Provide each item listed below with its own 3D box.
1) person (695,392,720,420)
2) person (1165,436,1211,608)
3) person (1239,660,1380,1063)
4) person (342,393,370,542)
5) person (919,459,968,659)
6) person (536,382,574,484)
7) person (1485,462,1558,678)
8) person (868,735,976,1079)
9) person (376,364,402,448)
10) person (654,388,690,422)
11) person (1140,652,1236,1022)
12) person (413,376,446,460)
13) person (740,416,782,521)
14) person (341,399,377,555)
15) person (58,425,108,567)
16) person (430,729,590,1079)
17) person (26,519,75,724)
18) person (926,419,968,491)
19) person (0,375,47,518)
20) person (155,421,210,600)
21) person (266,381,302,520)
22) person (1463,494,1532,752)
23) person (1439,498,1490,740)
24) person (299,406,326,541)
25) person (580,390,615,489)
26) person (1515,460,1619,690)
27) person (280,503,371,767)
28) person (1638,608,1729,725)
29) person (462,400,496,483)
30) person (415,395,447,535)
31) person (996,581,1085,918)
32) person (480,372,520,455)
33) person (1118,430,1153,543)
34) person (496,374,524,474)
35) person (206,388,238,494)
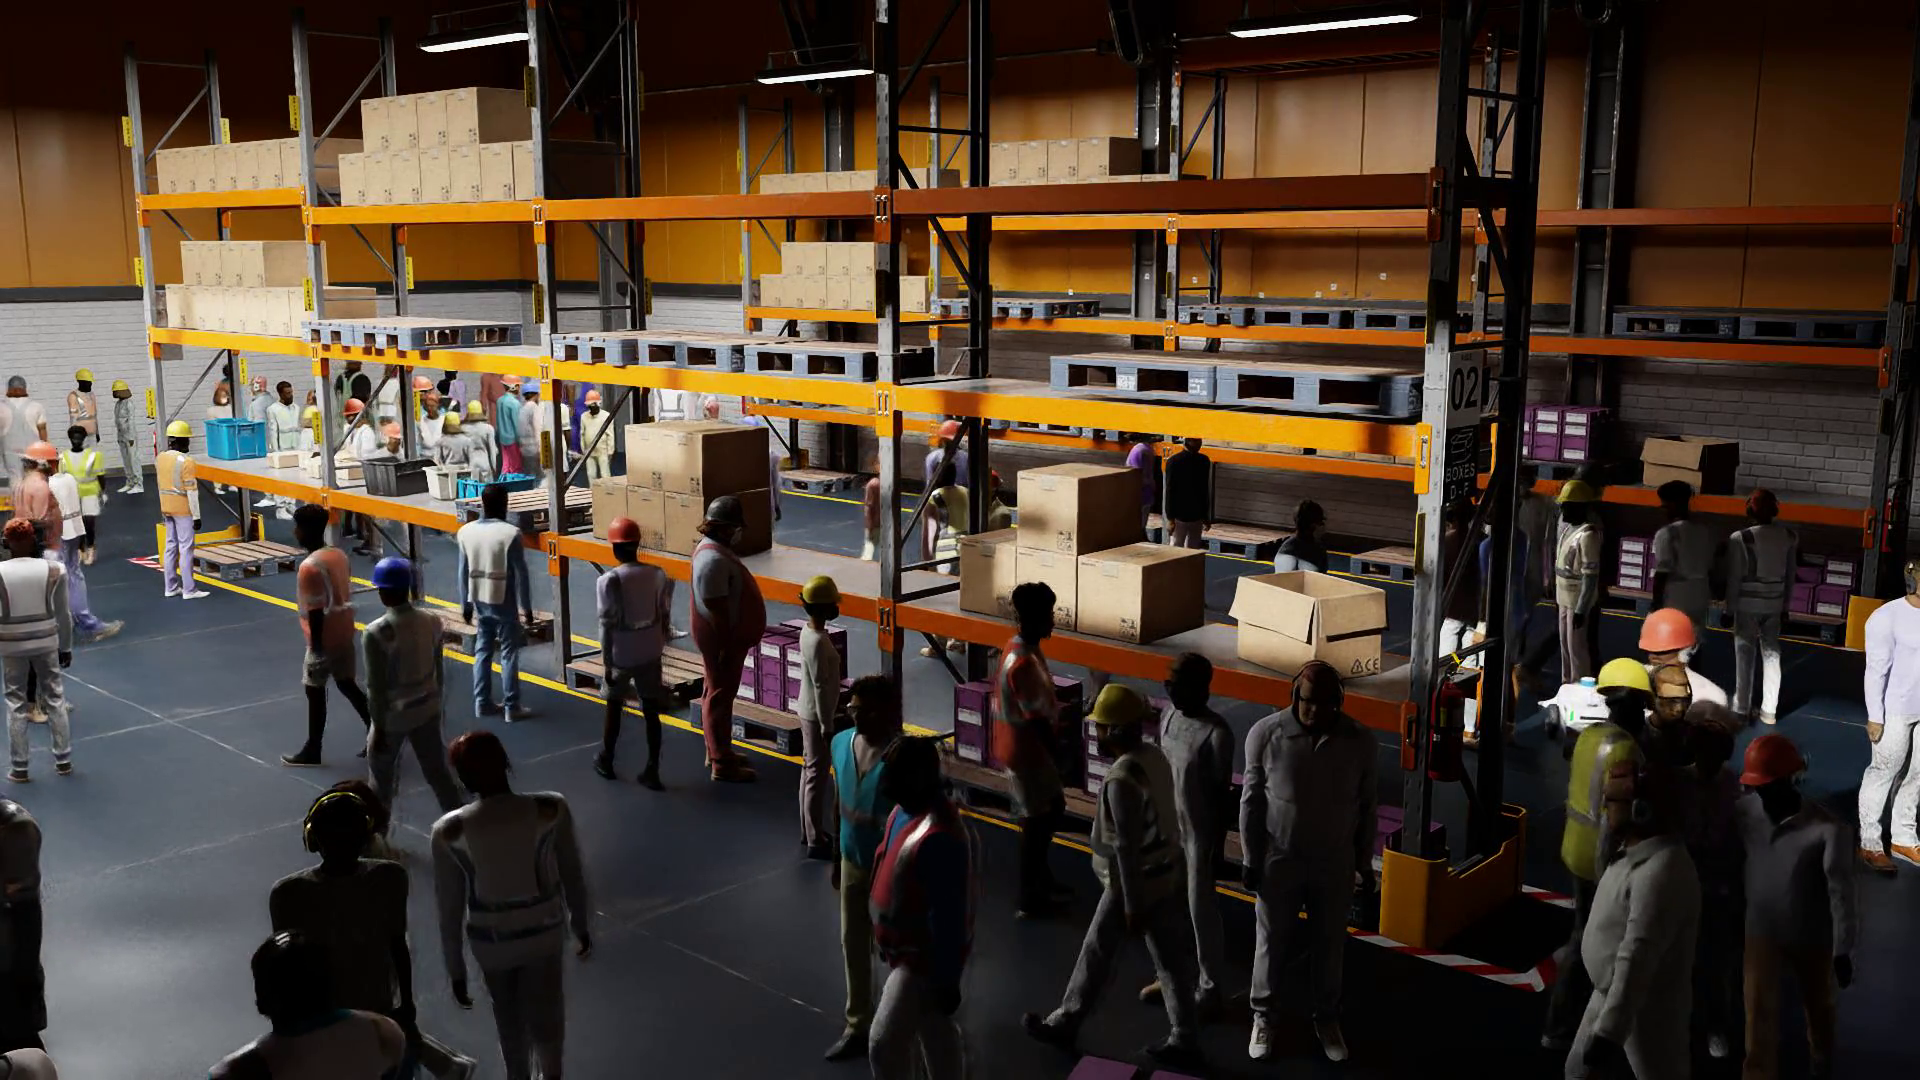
[{"bbox_3d":[-3.813,-1.589,24.997,0.420,1.932,0.620,-5,11,-25],"label":"person"},{"bbox_3d":[2.378,-0.255,17.260,0.612,1.995,0.393,-8,13,-37],"label":"person"},{"bbox_3d":[1.615,1.483,7.705,0.639,1.902,0.407,1,10,4],"label":"person"},{"bbox_3d":[-7.760,-0.928,21.334,0.549,1.929,0.720,-1,10,-8],"label":"person"},{"bbox_3d":[-0.146,0.170,15.295,0.429,1.845,0.621,10,14,43],"label":"person"},{"bbox_3d":[-5.644,-1.279,23.153,0.601,1.958,0.380,4,11,21],"label":"person"},{"bbox_3d":[4.987,0.220,14.856,0.658,1.905,0.926,2,10,11],"label":"person"},{"bbox_3d":[-0.246,1.684,6.777,0.668,1.820,0.658,-2,10,-10],"label":"person"},{"bbox_3d":[-9.515,-2.075,28.016,0.581,1.829,0.499,4,11,24],"label":"person"},{"bbox_3d":[-4.572,-1.816,26.442,0.573,1.877,0.353,1,10,4],"label":"person"},{"bbox_3d":[1.129,1.438,8.147,0.339,1.838,0.512,-6,11,-28],"label":"person"},{"bbox_3d":[-7.161,-1.179,22.352,0.611,2.042,0.396,6,12,30],"label":"person"},{"bbox_3d":[-2.303,-0.396,18.228,0.638,1.928,0.655,-4,11,-22],"label":"person"},{"bbox_3d":[-7.340,-0.772,20.398,0.397,1.927,0.544,-7,12,-36],"label":"person"},{"bbox_3d":[-10.374,-0.513,19.578,0.597,1.678,0.538,-2,10,-10],"label":"person"},{"bbox_3d":[-1.822,1.680,6.782,0.611,1.837,0.924,-2,10,-12],"label":"person"},{"bbox_3d":[-7.284,0.641,13.116,0.422,1.660,0.551,2,10,11],"label":"person"},{"bbox_3d":[-0.122,-0.358,18.057,0.551,1.938,0.465,-6,12,-33],"label":"person"},{"bbox_3d":[-13.101,-1.328,23.202,0.685,2.000,1.026,-6,12,-29],"label":"person"},{"bbox_3d":[-8.362,-0.321,17.873,0.583,1.917,0.407,5,11,28],"label":"person"},{"bbox_3d":[-9.379,-1.254,23.130,0.393,1.919,0.590,3,10,15],"label":"person"},{"bbox_3d":[3.992,0.579,12.407,0.390,2.045,0.607,9,14,43],"label":"person"},{"bbox_3d":[3.737,0.602,12.578,0.629,1.940,0.373,-4,11,-21],"label":"person"},{"bbox_3d":[-8.283,-0.856,21.380,0.488,1.743,0.304,8,13,39],"label":"person"},{"bbox_3d":[-5.177,-1.266,23.710,0.574,1.735,0.388,4,11,21],"label":"person"},{"bbox_3d":[5.178,0.284,14.083,0.886,2.000,0.691,2,10,11],"label":"person"},{"bbox_3d":[-4.584,0.701,12.055,0.629,1.972,0.649,1,10,5],"label":"person"},{"bbox_3d":[3.657,1.292,8.583,0.619,1.969,0.625,-7,12,-35],"label":"person"},{"bbox_3d":[-6.442,-0.997,22.187,0.497,1.729,0.438,-2,10,-10],"label":"person"},{"bbox_3d":[-6.911,-0.985,21.836,0.601,1.823,1.016,-1,10,-6],"label":"person"},{"bbox_3d":[0.461,1.176,9.309,0.515,1.944,0.640,1,10,5],"label":"person"},{"bbox_3d":[-8.200,-2.396,29.683,0.689,1.883,0.514,-6,11,-29],"label":"person"},{"bbox_3d":[1.945,-0.436,18.522,0.536,1.928,0.568,3,11,18],"label":"person"},{"bbox_3d":[-6.388,-1.406,23.770,0.388,1.992,0.625,-9,13,-40],"label":"person"},{"bbox_3d":[-11.256,-1.514,25.427,0.290,1.628,0.503,7,12,35],"label":"person"}]
